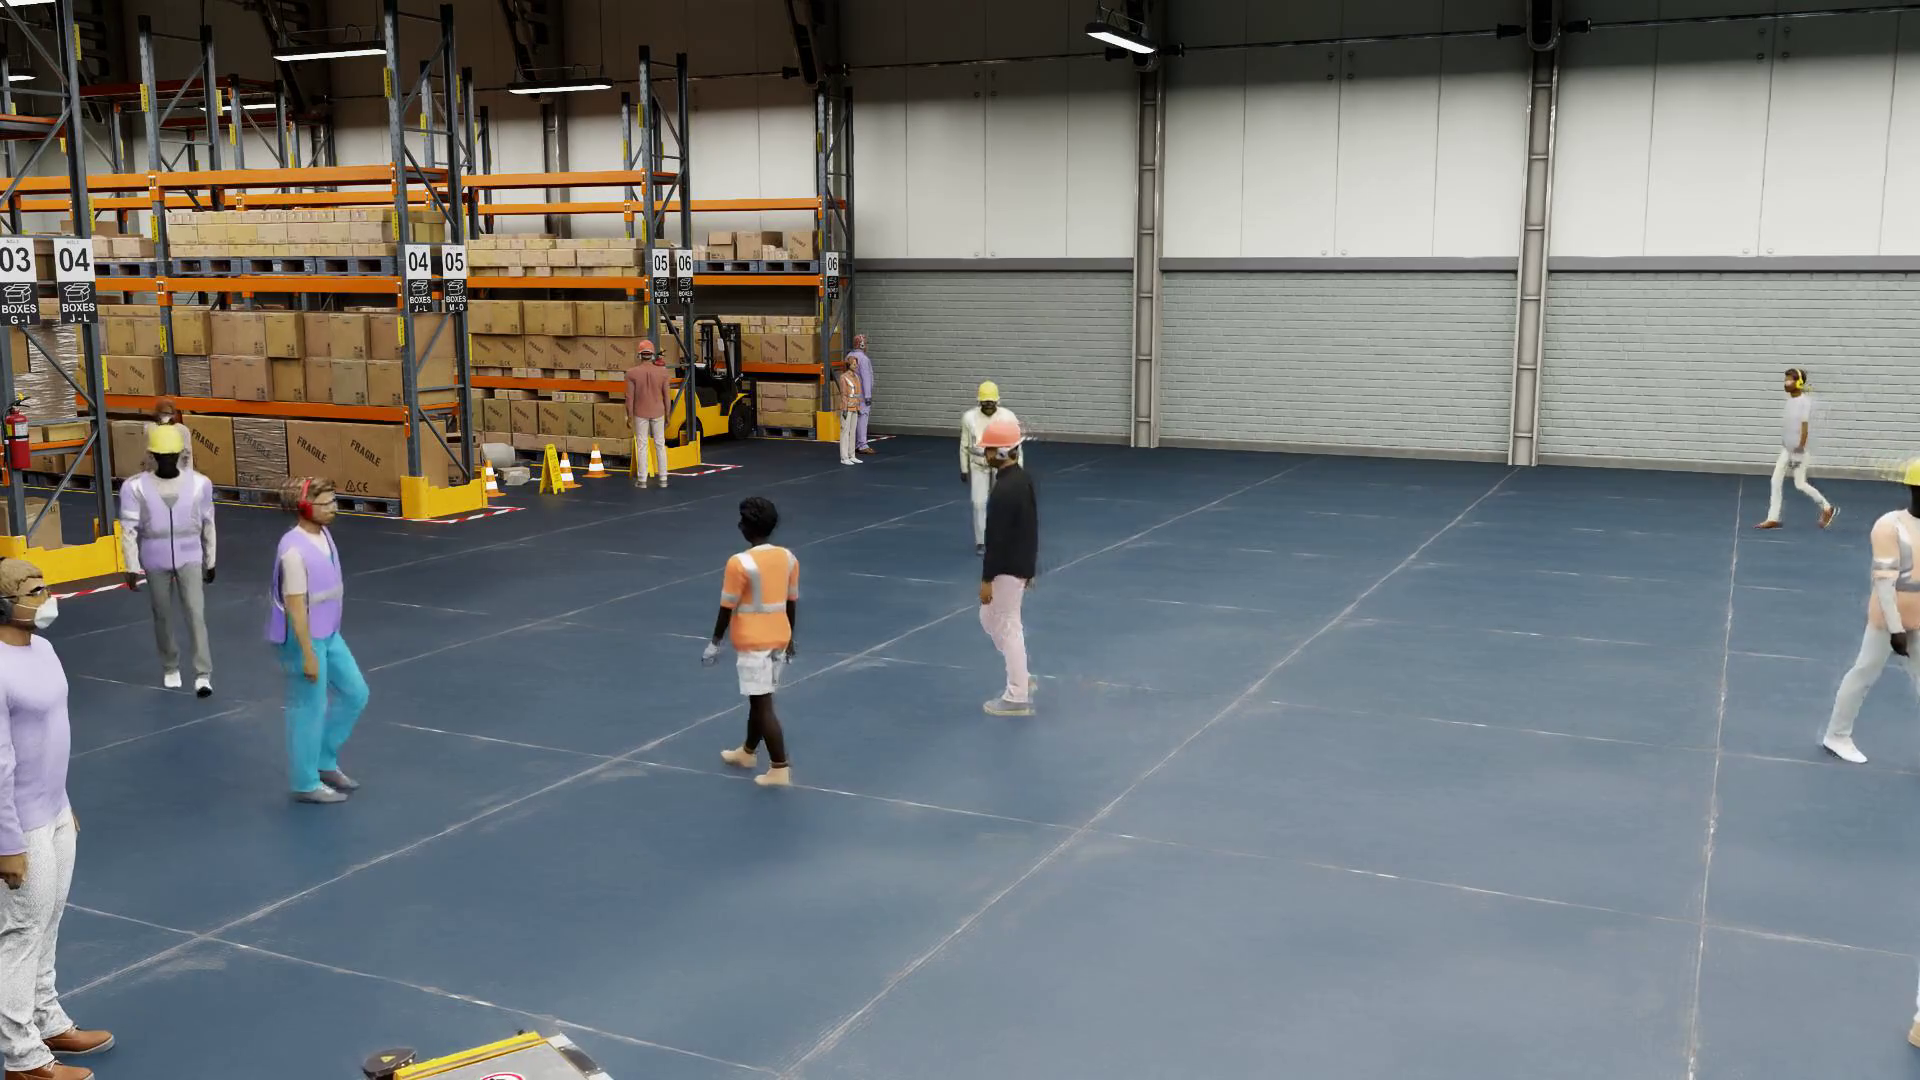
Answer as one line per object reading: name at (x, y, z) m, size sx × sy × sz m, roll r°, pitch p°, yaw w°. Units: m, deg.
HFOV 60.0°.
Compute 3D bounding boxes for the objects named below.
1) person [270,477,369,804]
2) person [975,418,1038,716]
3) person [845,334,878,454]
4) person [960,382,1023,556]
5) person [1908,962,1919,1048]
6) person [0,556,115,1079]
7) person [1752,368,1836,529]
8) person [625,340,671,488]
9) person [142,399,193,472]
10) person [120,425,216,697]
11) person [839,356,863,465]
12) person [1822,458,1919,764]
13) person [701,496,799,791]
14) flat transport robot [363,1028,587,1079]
person at (-3.516, 0.557, 9.143) m, size 0.493 × 1.825 × 0.607 m, roll -1°, pitch 9°, yaw -4°
person at (0.291, 0.187, 10.945) m, size 0.447 × 1.976 × 0.659 m, roll 3°, pitch 10°, yaw 16°
person at (-1.581, -2.334, 26.635) m, size 0.409 × 1.908 × 0.639 m, roll -6°, pitch 11°, yaw -31°
person at (0.325, -0.735, 17.174) m, size 0.643 × 1.786 × 0.745 m, roll 0°, pitch 9°, yaw 1°
person at (3.881, 1.031, 6.235) m, size 0.637 × 1.839 × 0.429 m, roll -4°, pitch 10°, yaw -25°
person at (-3.354, 1.016, 5.999) m, size 0.372 × 1.940 × 0.631 m, roll -2°, pitch 9°, yaw -13°
person at (9.491, -1.020, 18.772) m, size 0.823 × 1.847 × 0.518 m, roll -1°, pitch 9°, yaw -5°
person at (-4.209, -1.693, 22.431) m, size 0.612 × 1.994 × 0.395 m, roll -4°, pitch 10°, yaw -21°
person at (-8.272, -0.686, 17.431) m, size 0.514 × 1.602 × 0.556 m, roll -1°, pitch 9°, yaw -6°
person at (-5.438, 0.151, 11.481) m, size 0.604 × 1.879 × 0.964 m, roll -5°, pitch 10°, yaw -28°
person at (-1.661, -1.957, 25.136) m, size 0.309 × 1.641 × 0.513 m, roll 4°, pitch 10°, yaw 22°
person at (5.514, 0.449, 9.655) m, size 0.587 × 1.878 × 1.006 m, roll -3°, pitch 10°, yaw -19°
person at (-1.195, 0.580, 9.513) m, size 0.593 × 1.680 × 0.559 m, roll 6°, pitch 11°, yaw 32°
flat transport robot at (-1.412, 1.944, 5.406) m, size 0.652 × 0.197 × 1.431 m, roll -7°, pitch 11°, yaw -36°
